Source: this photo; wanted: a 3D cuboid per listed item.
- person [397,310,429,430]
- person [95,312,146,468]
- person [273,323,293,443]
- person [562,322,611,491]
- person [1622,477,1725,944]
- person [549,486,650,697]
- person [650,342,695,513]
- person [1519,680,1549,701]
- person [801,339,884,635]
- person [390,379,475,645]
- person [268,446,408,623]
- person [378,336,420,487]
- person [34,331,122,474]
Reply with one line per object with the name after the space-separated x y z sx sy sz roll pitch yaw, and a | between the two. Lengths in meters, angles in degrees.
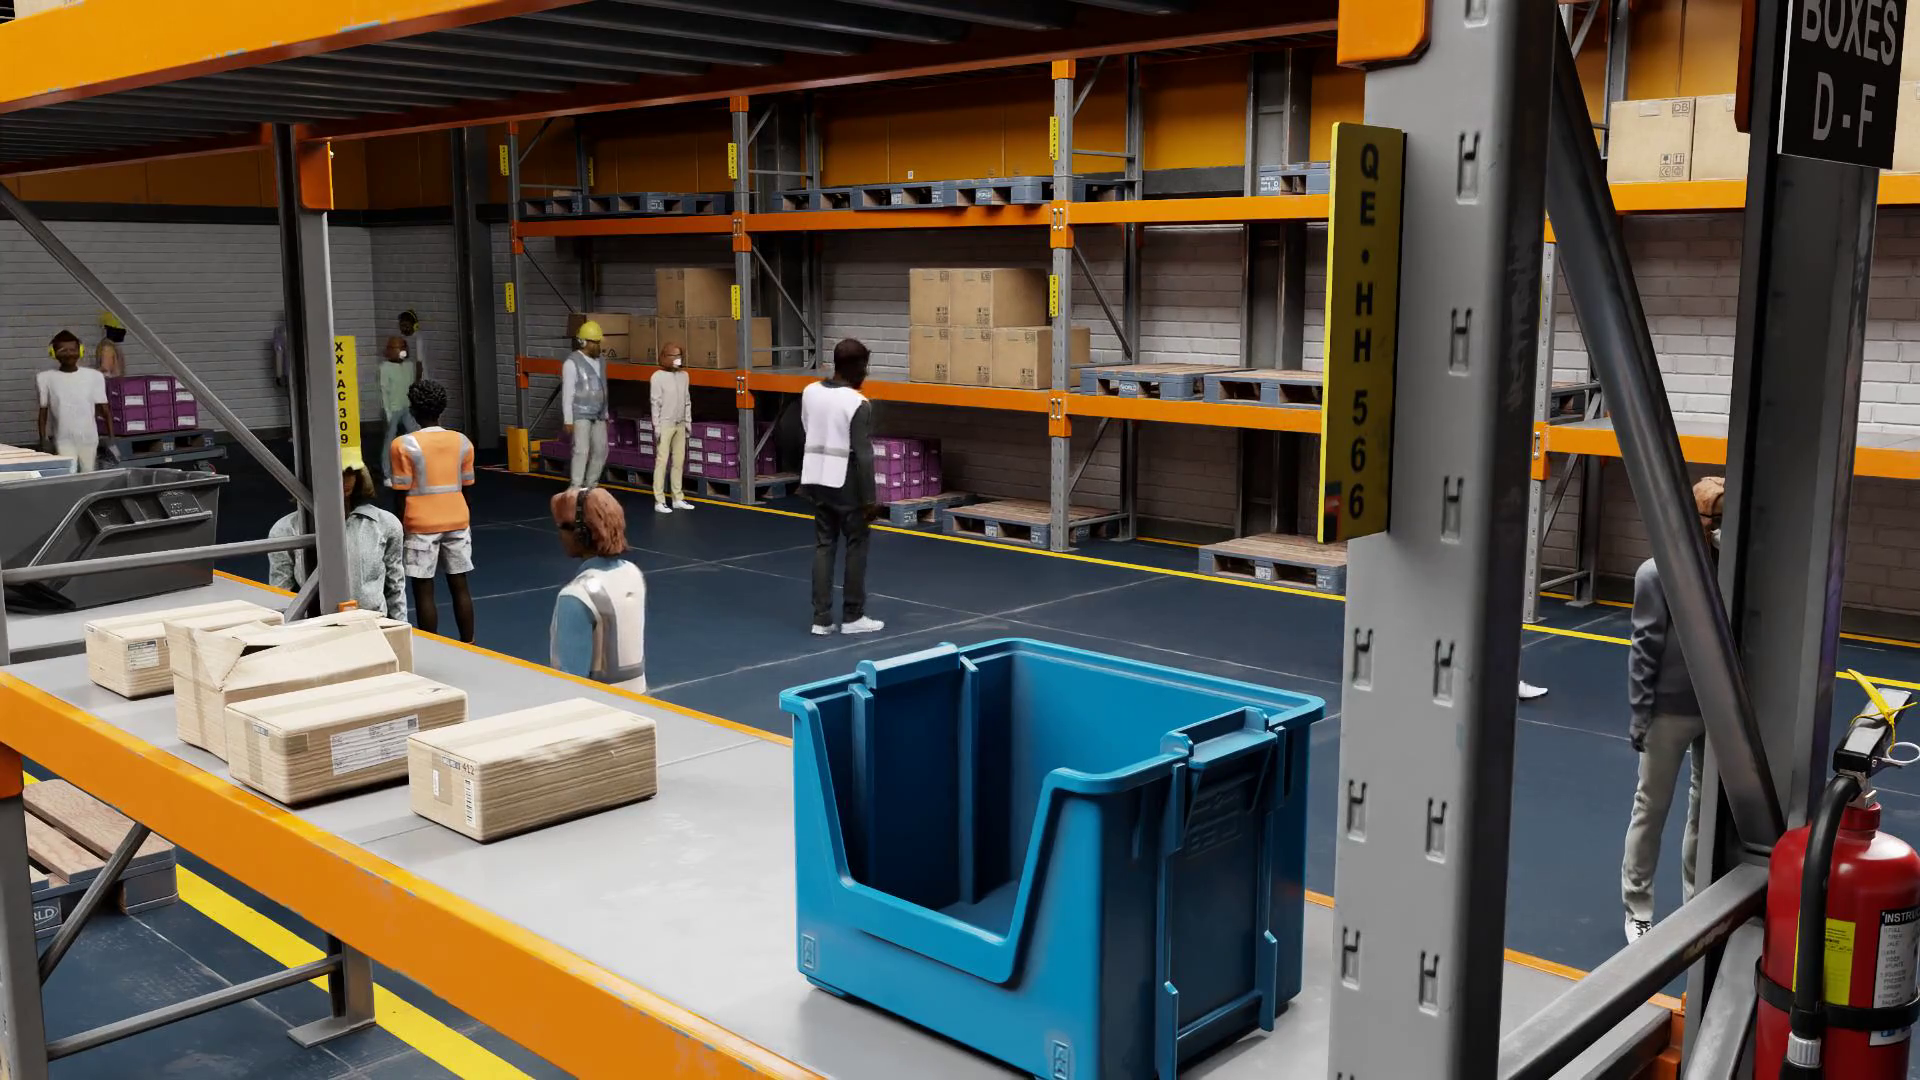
-6.542 -1.844 19.975 0.453 1.829 0.661 -6 11 -33 | person
-9.428 -1.609 18.417 0.971 1.867 0.618 -5 11 -30 | person
-8.806 -2.247 22.136 0.593 1.924 0.384 -6 11 -32 | person
-3.635 -1.229 16.322 0.486 1.801 0.619 4 10 24 | person
2.487 0.595 5.605 0.498 1.634 0.280 -1 9 -5 | person
-1.144 0.639 5.345 0.312 1.633 0.514 2 9 12 | person
-2.751 -1.072 15.863 0.283 1.626 0.505 6 11 33 | person
2.693 -0.040 8.766 0.918 1.865 0.675 8 13 42 | person
-0.775 -0.312 10.498 0.622 1.900 0.415 7 12 38 | person
-3.012 -0.075 9.549 0.322 1.689 0.530 7 12 38 | person
-2.283 0.448 6.178 0.493 1.742 0.300 -6 11 -33 | person
-5.845 -1.338 17.555 0.770 1.602 0.521 5 10 28 | person
-6.941 -0.729 13.134 0.541 1.823 0.942 -7 12 -37 | person
